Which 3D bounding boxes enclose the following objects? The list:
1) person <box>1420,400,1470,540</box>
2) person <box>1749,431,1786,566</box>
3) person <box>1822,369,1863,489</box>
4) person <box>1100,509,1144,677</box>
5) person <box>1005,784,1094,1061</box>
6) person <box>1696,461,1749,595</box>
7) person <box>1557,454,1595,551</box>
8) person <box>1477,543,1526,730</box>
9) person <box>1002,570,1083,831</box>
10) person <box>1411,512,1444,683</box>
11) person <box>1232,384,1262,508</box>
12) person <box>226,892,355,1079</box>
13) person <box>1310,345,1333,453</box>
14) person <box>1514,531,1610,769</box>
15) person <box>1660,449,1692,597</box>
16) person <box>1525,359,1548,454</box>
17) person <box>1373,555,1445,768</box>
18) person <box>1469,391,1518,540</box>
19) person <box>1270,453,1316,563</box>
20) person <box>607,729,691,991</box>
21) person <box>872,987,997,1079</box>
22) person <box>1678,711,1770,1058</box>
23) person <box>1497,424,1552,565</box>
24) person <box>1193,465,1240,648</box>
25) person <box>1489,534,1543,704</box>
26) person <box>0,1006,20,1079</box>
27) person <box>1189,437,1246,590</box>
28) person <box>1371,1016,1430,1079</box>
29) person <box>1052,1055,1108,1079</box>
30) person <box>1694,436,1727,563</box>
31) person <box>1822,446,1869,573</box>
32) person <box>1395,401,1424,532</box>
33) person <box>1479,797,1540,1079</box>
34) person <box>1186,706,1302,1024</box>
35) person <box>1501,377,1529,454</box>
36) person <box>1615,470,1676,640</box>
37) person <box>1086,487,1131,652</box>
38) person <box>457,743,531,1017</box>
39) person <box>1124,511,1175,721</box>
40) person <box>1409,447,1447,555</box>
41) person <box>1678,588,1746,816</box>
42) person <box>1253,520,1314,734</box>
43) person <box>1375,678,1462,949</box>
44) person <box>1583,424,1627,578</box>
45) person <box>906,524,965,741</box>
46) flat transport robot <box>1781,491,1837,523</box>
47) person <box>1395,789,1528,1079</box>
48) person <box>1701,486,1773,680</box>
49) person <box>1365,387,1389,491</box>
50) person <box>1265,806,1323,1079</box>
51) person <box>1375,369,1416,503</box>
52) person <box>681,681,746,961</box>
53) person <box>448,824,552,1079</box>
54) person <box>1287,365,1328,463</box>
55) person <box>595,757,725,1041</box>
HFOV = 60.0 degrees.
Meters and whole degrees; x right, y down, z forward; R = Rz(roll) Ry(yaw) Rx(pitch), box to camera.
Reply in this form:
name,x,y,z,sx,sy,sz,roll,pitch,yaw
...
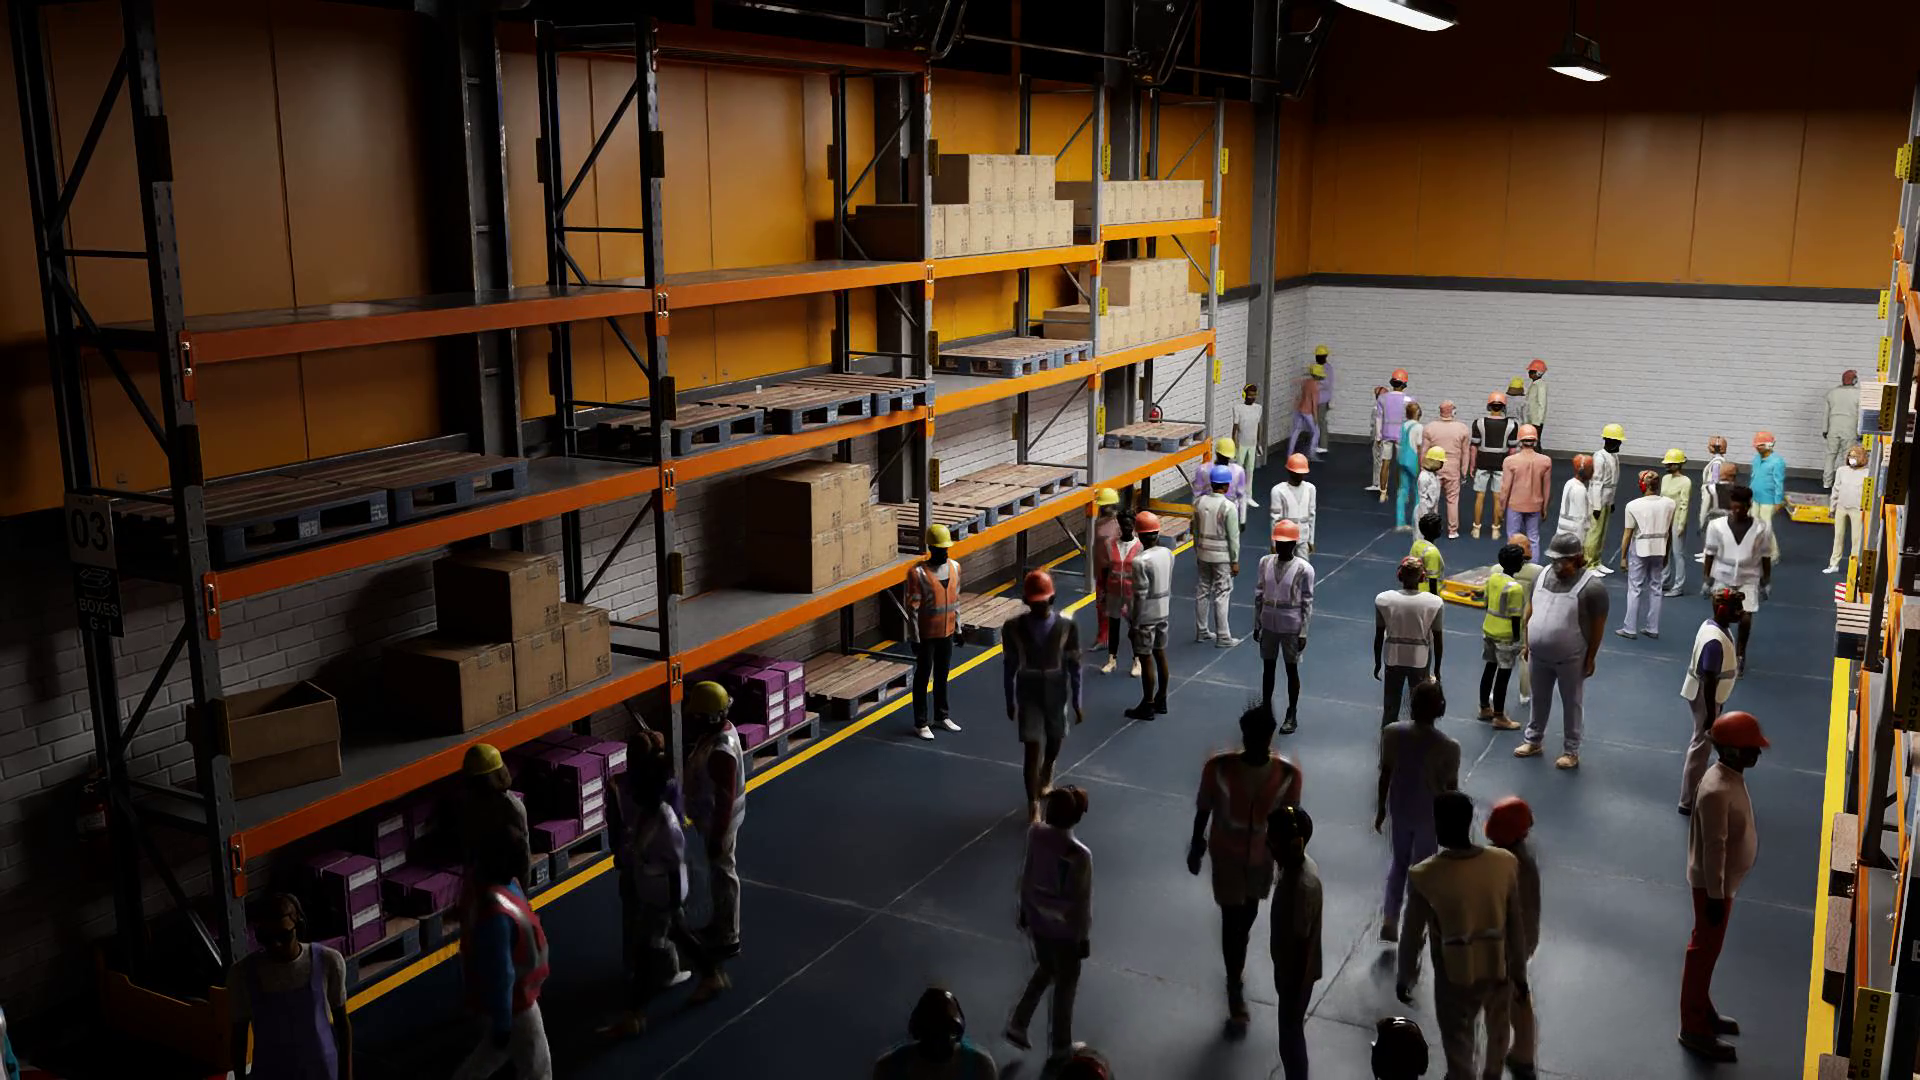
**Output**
name,x,y,z,sx,sy,sz,roll,pitch,yaw
person,6.603,-0.956,22.697,0.646,1.904,0.401,3,13,14
person,10.244,-0.535,21.219,0.375,1.725,0.596,-1,13,-6
person,13.891,-1.726,26.139,0.399,1.909,0.642,-10,16,-39
person,1.644,0.521,16.546,0.540,1.700,0.316,5,14,21
person,0.510,2.168,9.336,0.418,1.620,0.539,-10,16,-38
person,8.980,-0.117,19.578,0.542,1.625,0.460,3,13,13
person,6.868,-0.031,18.604,0.357,1.882,0.580,3,13,14
person,4.913,0.860,15.030,0.317,1.696,0.540,-2,13,-10
person,0.630,1.177,12.918,0.613,2.016,0.956,0,13,-1
person,4.581,0.561,16.370,0.321,1.697,0.530,-1,13,-4
person,4.282,-1.404,24.797,0.507,1.865,0.329,-5,14,-23
person,-3.014,2.457,7.550,0.520,1.844,0.330,-5,13,-20
person,6.426,-2.520,29.663,0.383,1.924,0.593,8,15,31
person,5.039,0.912,14.027,0.535,2.000,0.685,-10,16,-39
person,8.415,-0.207,19.677,0.337,1.762,0.522,-3,13,-12
person,9.227,-1.911,26.764,0.376,1.997,0.612,1,13,3
person,3.728,1.042,13.875,0.565,1.850,0.390,4,13,18
person,7.253,-1.012,22.673,0.609,2.032,0.410,3,13,14
person,3.701,-0.013,18.433,0.541,1.929,0.386,-3,13,-15
person,-1.918,1.964,10.230,0.520,1.636,0.311,4,13,18
person,-0.126,2.662,6.774,0.549,1.794,0.776,1,13,3
person,4.353,1.939,9.525,0.375,1.997,0.610,7,14,28
person,6.774,-0.400,20.008,0.623,1.989,0.399,-1,13,-4
person,2.718,0.172,17.562,0.398,1.945,0.612,-10,16,-38
person,5.227,0.747,15.685,0.507,1.631,0.277,1,13,4
person,-4.211,2.590,7.000,0.429,1.831,0.633,4,13,18
person,3.050,-0.287,19.702,0.671,1.908,0.442,0,13,2
person,1.681,2.711,6.437,0.503,1.839,0.349,-1,13,-5
person,0.465,2.765,6.307,0.556,1.783,1.005,5,14,22
person,9.672,-0.524,21.361,0.309,1.641,0.514,6,14,24
person,11.038,-0.355,20.619,0.283,1.633,0.500,-9,16,-36
person,6.314,-1.022,23.210,0.638,1.805,0.550,-8,15,-31
person,3.012,2.183,9.094,0.408,1.710,0.625,3,13,11
person,1.721,1.873,10.074,0.651,1.896,1.013,0,13,1
person,8.795,-1.716,26.464,0.487,1.743,0.315,10,16,37
person,7.351,0.171,17.813,0.560,1.836,0.394,-2,13,-8
person,1.605,0.305,17.392,0.549,1.749,0.541,-10,16,-37
person,-2.737,2.016,9.758,0.492,1.740,0.324,7,14,29
person,1.720,0.693,15.247,0.375,1.934,0.547,11,17,41
person,5.647,-0.277,20.072,0.380,1.728,0.482,8,15,32
person,5.823,1.258,12.954,0.388,1.837,0.560,6,14,25
person,2.876,0.767,14.900,0.545,1.942,0.350,9,15,35
person,2.932,1.772,10.643,0.545,1.833,0.409,10,16,37
person,7.989,-0.493,20.607,0.403,1.919,0.581,9,16,36
person,-0.206,0.800,14.780,0.586,1.928,0.369,-11,16,-40
flat transport robot,12.438,-0.488,24.290,0.652,0.197,1.431,5,13,20
person,2.557,2.201,8.612,0.631,1.880,0.743,-4,13,-16
person,7.694,0.413,16.502,0.634,1.930,0.731,7,14,29
person,6.603,-1.591,26.137,0.309,1.641,0.511,12,17,43
person,1.681,2.236,8.518,0.334,1.860,0.509,1,13,6
person,6.579,-1.562,25.099,0.613,2.043,0.374,7,15,29
person,-1.572,1.775,10.638,0.404,1.831,0.588,-3,13,-13
person,-2.351,2.285,8.393,0.795,1.817,0.632,-5,14,-21
person,5.989,-2.168,28.581,0.644,1.705,0.618,-3,13,-15
person,-1.756,2.058,9.793,0.828,1.657,0.533,-5,14,-22
